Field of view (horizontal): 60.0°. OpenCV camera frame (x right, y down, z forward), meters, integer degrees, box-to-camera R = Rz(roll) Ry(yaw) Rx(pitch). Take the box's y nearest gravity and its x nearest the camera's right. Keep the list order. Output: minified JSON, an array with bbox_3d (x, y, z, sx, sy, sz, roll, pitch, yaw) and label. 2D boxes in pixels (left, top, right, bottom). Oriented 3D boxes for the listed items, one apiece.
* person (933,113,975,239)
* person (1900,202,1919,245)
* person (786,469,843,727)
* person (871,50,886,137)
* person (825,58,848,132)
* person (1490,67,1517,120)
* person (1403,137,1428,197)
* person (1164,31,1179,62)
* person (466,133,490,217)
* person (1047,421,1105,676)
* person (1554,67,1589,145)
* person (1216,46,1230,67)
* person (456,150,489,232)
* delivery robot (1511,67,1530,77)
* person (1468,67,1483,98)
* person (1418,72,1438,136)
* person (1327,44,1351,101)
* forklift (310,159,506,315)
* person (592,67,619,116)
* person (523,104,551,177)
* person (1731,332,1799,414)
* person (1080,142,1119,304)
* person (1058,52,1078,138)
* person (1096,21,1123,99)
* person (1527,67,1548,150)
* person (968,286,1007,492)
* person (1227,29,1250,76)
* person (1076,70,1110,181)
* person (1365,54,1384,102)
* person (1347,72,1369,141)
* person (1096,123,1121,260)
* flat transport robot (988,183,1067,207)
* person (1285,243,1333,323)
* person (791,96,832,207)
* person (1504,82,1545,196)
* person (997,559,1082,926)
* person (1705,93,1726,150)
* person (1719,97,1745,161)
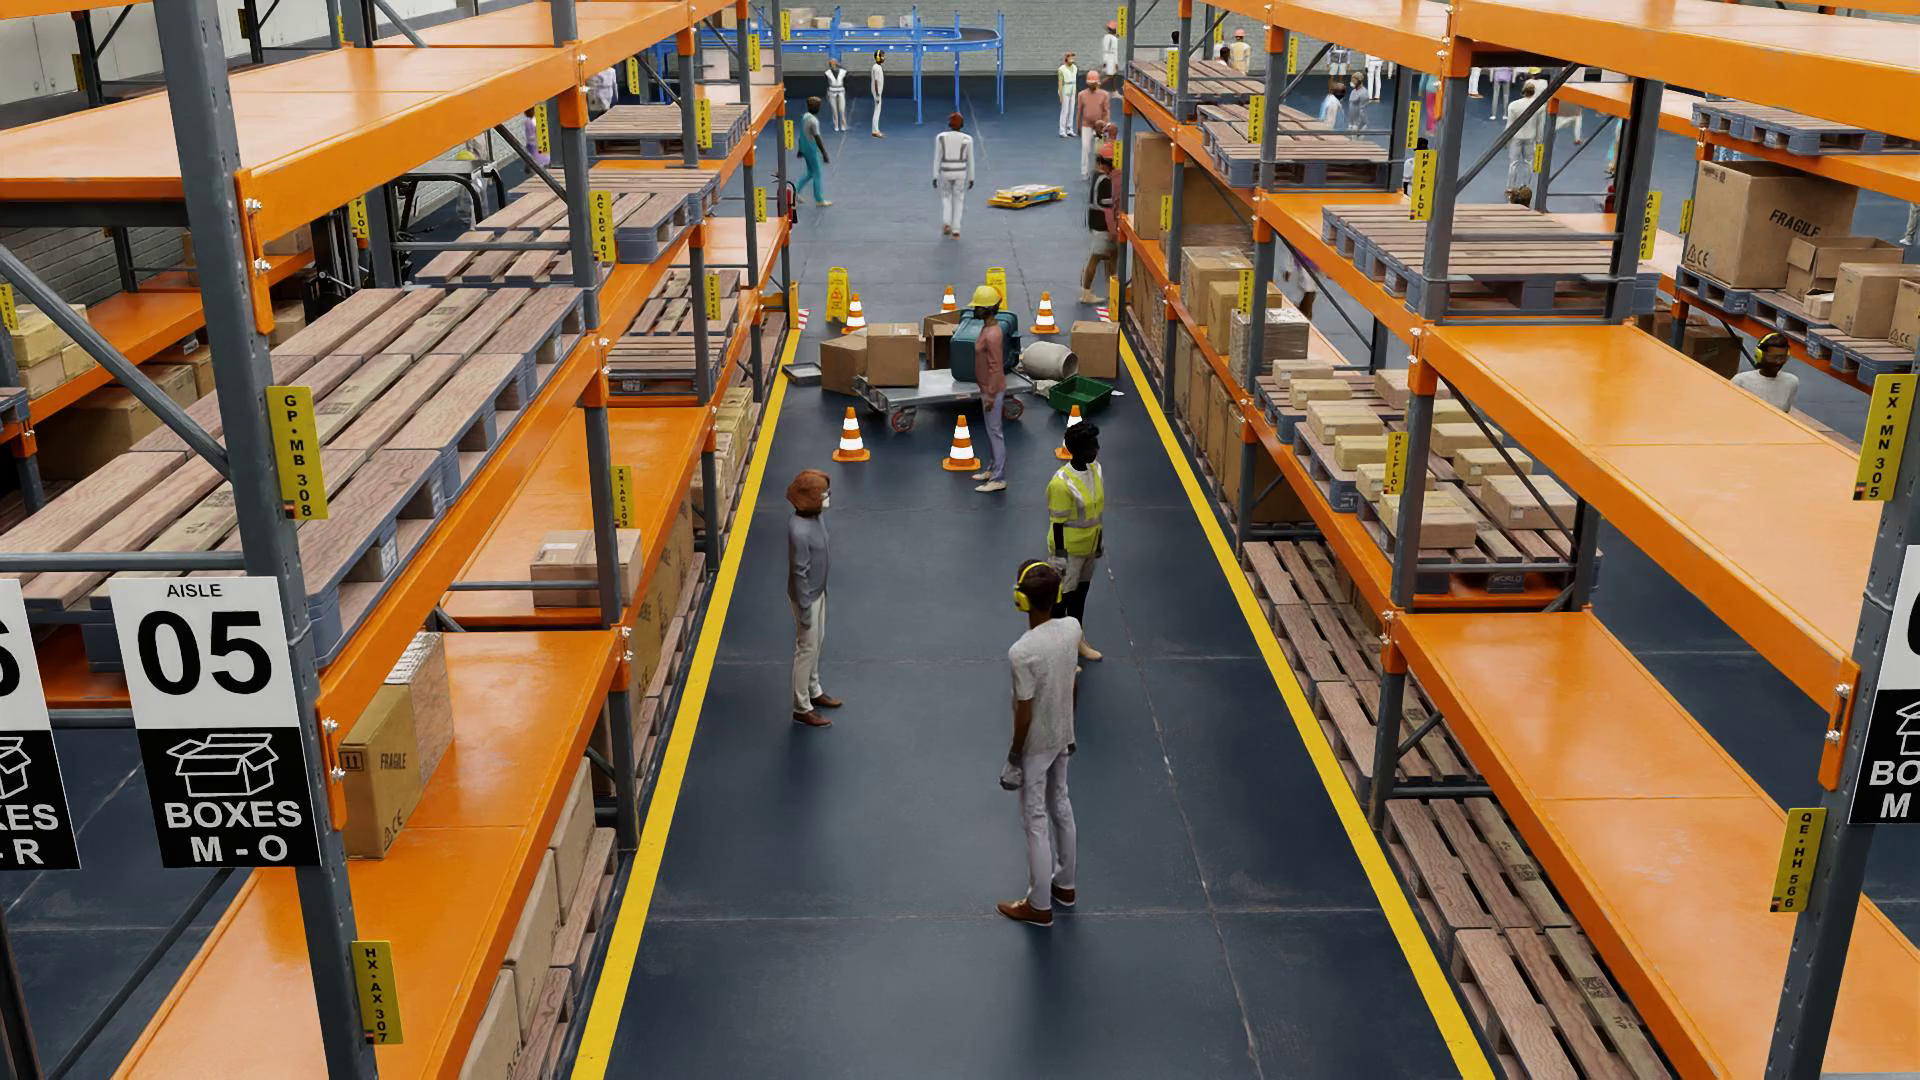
[{"bbox_3d":[-0.084,-5.504,25.138,0.623,1.867,0.518,3,21,8],"label":"person"},{"bbox_3d":[14.319,-5.247,24.650,0.485,1.737,0.322,2,21,6],"label":"person"},{"bbox_3d":[-0.896,0.340,10.038,0.287,1.626,0.508,2,21,6],"label":"person"},{"bbox_3d":[-1.789,-9.778,36.457,0.321,1.862,0.517,0,21,0],"label":"person"},{"bbox_3d":[-2.771,-9.983,37.334,0.532,1.608,0.614,-2,21,-5],"label":"person"},{"bbox_3d":[12.889,-10.957,39.489,0.589,1.919,0.376,6,22,15],"label":"person"},{"bbox_3d":[6.512,-4.891,23.761,0.540,1.696,0.316,-13,24,-30],"label":"person"},{"bbox_3d":[5.253,-11.439,40.691,0.367,1.966,0.607,-17,27,-38],"label":"person"},{"bbox_3d":[-7.621,-5.910,26.391,0.325,1.740,0.492,5,21,13],"label":"person"},{"bbox_3d":[0.747,0.041,10.729,0.320,1.693,0.534,14,25,33],"label":"person"},{"bbox_3d":[13.028,-9.334,35.296,0.785,1.852,0.520,10,23,24],"label":"person"},{"bbox_3d":[5.742,-9.928,36.786,0.399,1.908,0.599,-5,21,-13],"label":"person"},{"bbox_3d":[-6.286,-4.106,21.496,0.404,1.834,0.589,-5,21,-13],"label":"person"},{"bbox_3d":[16.405,-13.803,48.775,0.707,0.478,0.477,17,27,38],"label":"delivery robot"},{"bbox_3d":[13.782,-12.737,44.239,0.354,1.884,0.573,0,21,-1],"label":"person"},{"bbox_3d":[10.405,-9.972,36.805,0.626,1.963,0.795,-7,22,-18],"label":"person"},{"bbox_3d":[9.864,-12.465,43.298,0.615,2.041,0.392,0,21,-1],"label":"person"},{"bbox_3d":[-5.622,-2.910,17.832,2.313,2.155,1.214,-1,21,-1],"label":"forklift"},{"bbox_3d":[-7.711,-9.646,36.091,1.038,1.878,0.552,17,26,37],"label":"person"},{"bbox_3d":[-6.605,-5.932,26.119,0.592,1.995,0.814,3,21,9],"label":"person"},{"bbox_3d":[5.837,-0.613,12.217,0.535,1.866,0.314,-1,21,-2],"label":"person"},{"bbox_3d":[1.902,-3.945,20.808,0.834,2.015,0.653,-1,21,-2],"label":"person"},{"bbox_3d":[2.344,-9.727,36.358,0.402,1.830,0.580,17,27,38],"label":"person"},{"bbox_3d":[3.909,-12.612,43.740,0.922,2.013,0.617,-7,22,-19],"label":"person"},{"bbox_3d":[11.975,-8.958,34.456,0.554,1.737,0.450,-7,22,-18],"label":"person"},{"bbox_3d":[0.230,-1.283,14.128,0.326,1.767,0.533,-1,21,-2],"label":"person"},{"bbox_3d":[6.962,-11.796,41.680,0.547,1.934,0.376,3,21,8],"label":"person"},{"bbox_3d":[2.453,-7.672,30.736,0.625,1.968,0.735,3,21,7],"label":"person"},{"bbox_3d":[10.770,-12.356,43.239,0.575,1.882,0.338,-10,23,-24],"label":"person"},{"bbox_3d":[7.333,-7.668,30.788,0.382,1.929,0.634,-3,21,-7],"label":"person"},{"bbox_3d":[2.119,-4.967,23.692,0.398,1.898,0.636,16,26,36],"label":"person"},{"bbox_3d":[1.164,-5.901,28.412,0.652,0.197,1.431,16,26,35],"label":"flat transport robot"},{"bbox_3d":[3.973,-3.168,18.949,0.581,1.901,0.933,-7,22,-17],"label":"person"},{"bbox_3d":[-2.514,-6.457,27.719,0.758,1.827,0.566,-9,22,-22],"label":"person"},{"bbox_3d":[9.765,-6.944,28.849,0.636,1.939,0.364,2,21,5],"label":"person"},{"bbox_3d":[0.379,0.982,8.005,0.327,1.865,0.514,16,26,36],"label":"person"},{"bbox_3d":[15.590,-8.924,34.416,0.541,1.698,0.316,-5,21,-13],"label":"person"},{"bbox_3d":[15.291,-8.375,32.683,0.395,1.910,0.586,-14,25,-32],"label":"person"}]
